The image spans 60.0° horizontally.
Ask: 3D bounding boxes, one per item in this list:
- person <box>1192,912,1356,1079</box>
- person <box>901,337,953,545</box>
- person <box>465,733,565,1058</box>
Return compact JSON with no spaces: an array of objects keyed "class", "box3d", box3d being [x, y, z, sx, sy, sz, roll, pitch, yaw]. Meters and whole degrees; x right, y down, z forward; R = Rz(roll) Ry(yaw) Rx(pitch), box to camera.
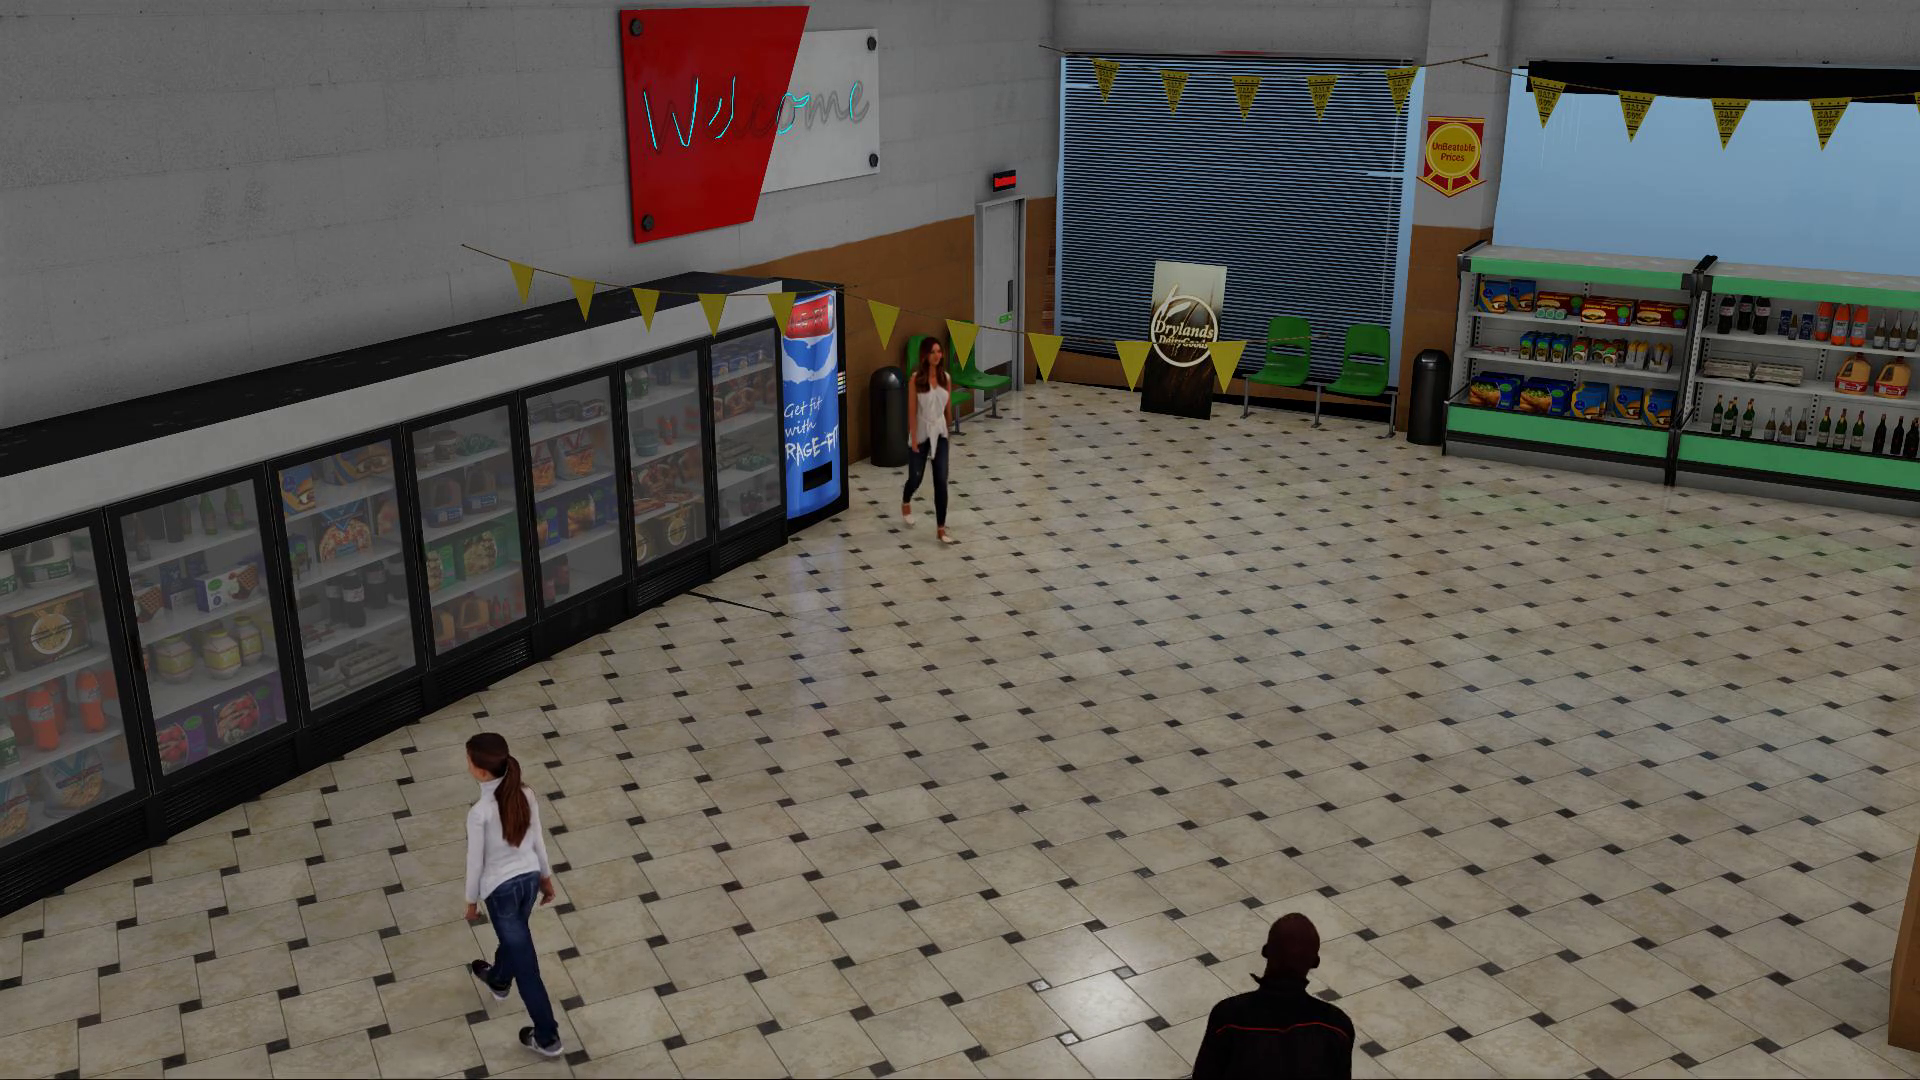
[{"class":"person","box3d":[1.015,2.117,5.492,0.955,1.793,0.954,2,19,5]},{"class":"person","box3d":[-0.323,-0.878,14.435,0.983,1.753,1.132,-8,20,-21]},{"class":"person","box3d":[-1.949,1.607,7.425,1.002,1.524,0.586,14,23,35]}]
